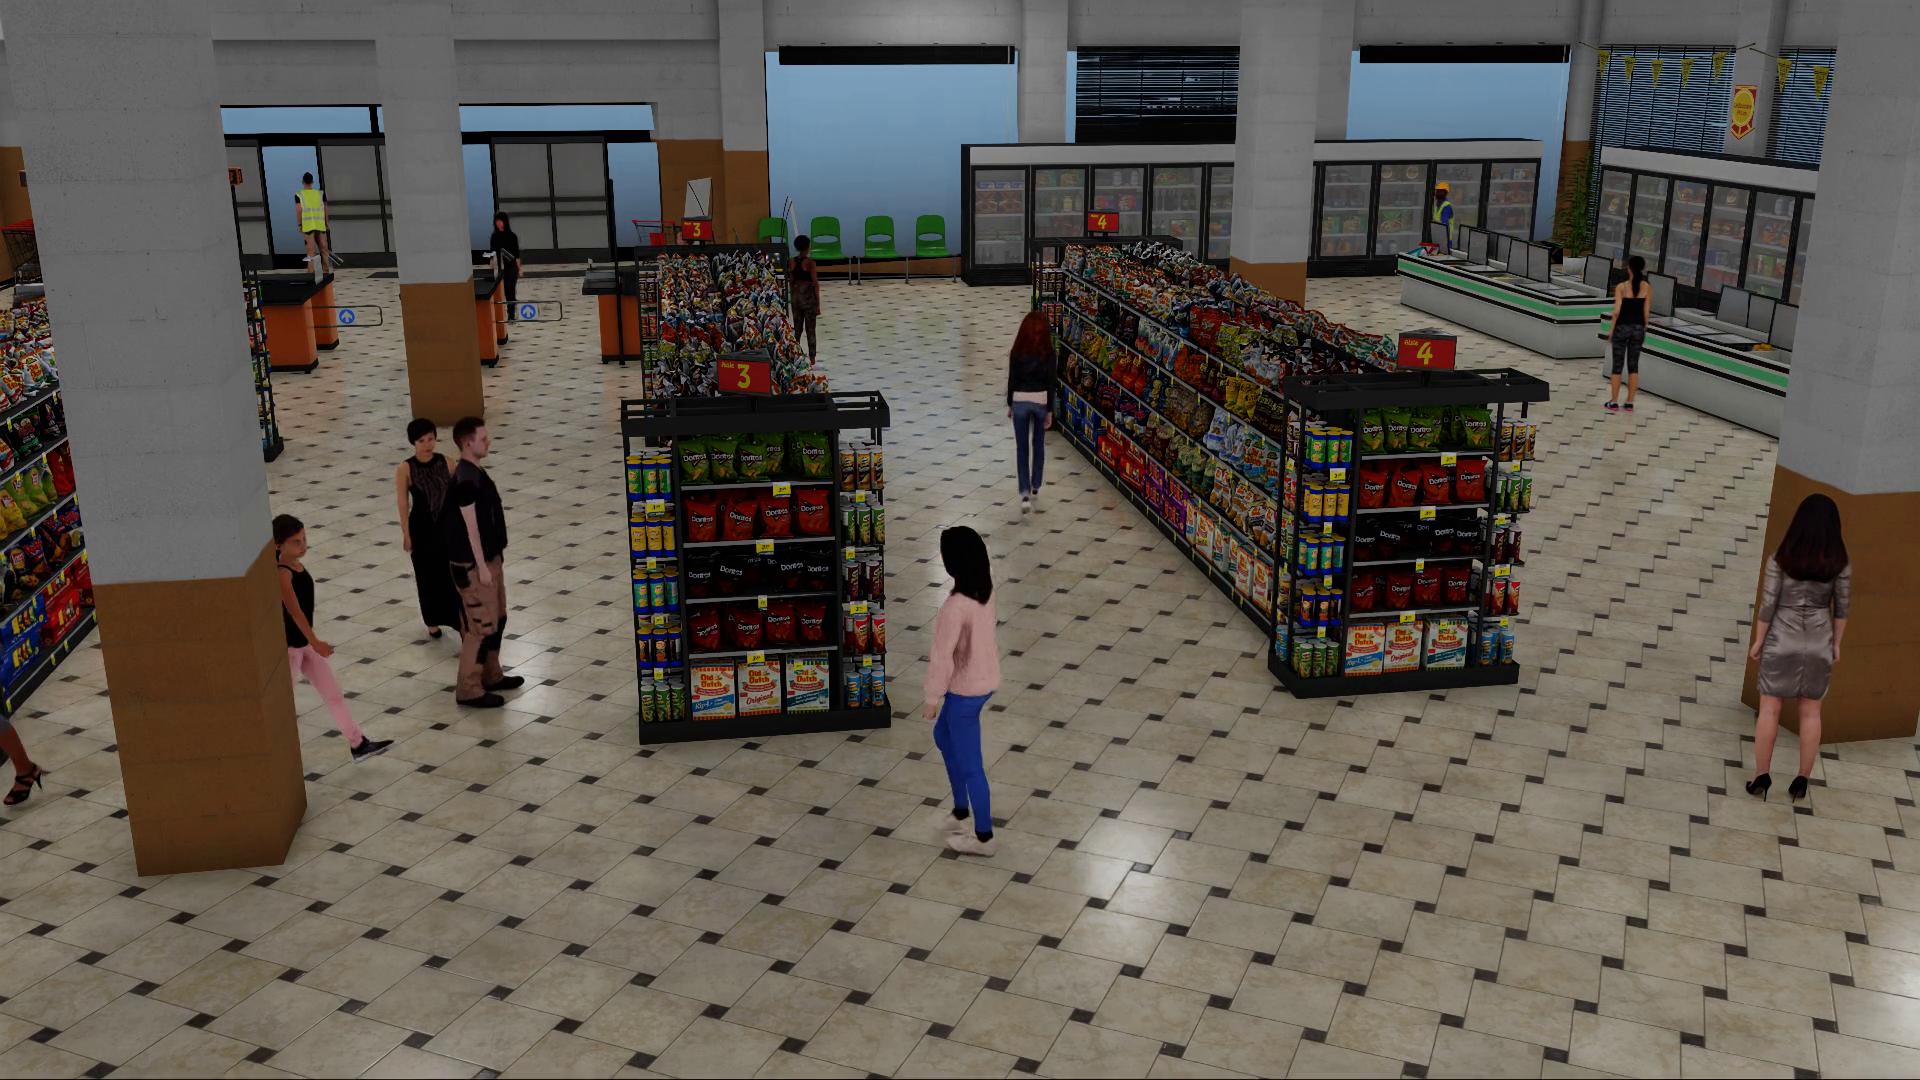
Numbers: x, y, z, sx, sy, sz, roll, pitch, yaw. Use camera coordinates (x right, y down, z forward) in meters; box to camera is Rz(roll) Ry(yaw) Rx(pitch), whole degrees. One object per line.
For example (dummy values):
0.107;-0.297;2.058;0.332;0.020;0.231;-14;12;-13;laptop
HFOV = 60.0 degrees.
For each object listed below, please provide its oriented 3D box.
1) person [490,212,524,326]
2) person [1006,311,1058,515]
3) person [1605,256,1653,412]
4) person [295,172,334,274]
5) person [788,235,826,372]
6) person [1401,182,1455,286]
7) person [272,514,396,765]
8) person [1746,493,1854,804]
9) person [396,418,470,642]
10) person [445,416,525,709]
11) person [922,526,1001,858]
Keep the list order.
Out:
-6.567;-3.950;24.220;0.739;1.619;0.903;2;17;6;person
0.611;-1.075;14.539;0.721;1.744;1.244;0;17;-1;person
7.500;-2.314;18.652;0.604;1.725;0.595;1;17;3;person
-11.088;-5.371;28.511;0.838;1.846;0.881;-13;21;-37;person
-1.966;-2.991;20.921;0.664;1.702;0.702;8;19;25;person
7.865;-4.843;26.904;0.778;1.769;1.122;-4;17;-13;person
-3.814;0.627;9.325;0.668;1.515;1.028;-1;17;-4;person
4.550;0.594;9.037;0.665;1.746;0.648;4;17;14;person
-3.673;-0.067;11.501;0.820;1.579;0.972;-12;21;-34;person
-3.053;0.137;10.395;0.756;1.833;0.547;-2;17;-8;person
0.113;0.792;8.366;0.849;1.757;0.761;8;19;24;person
